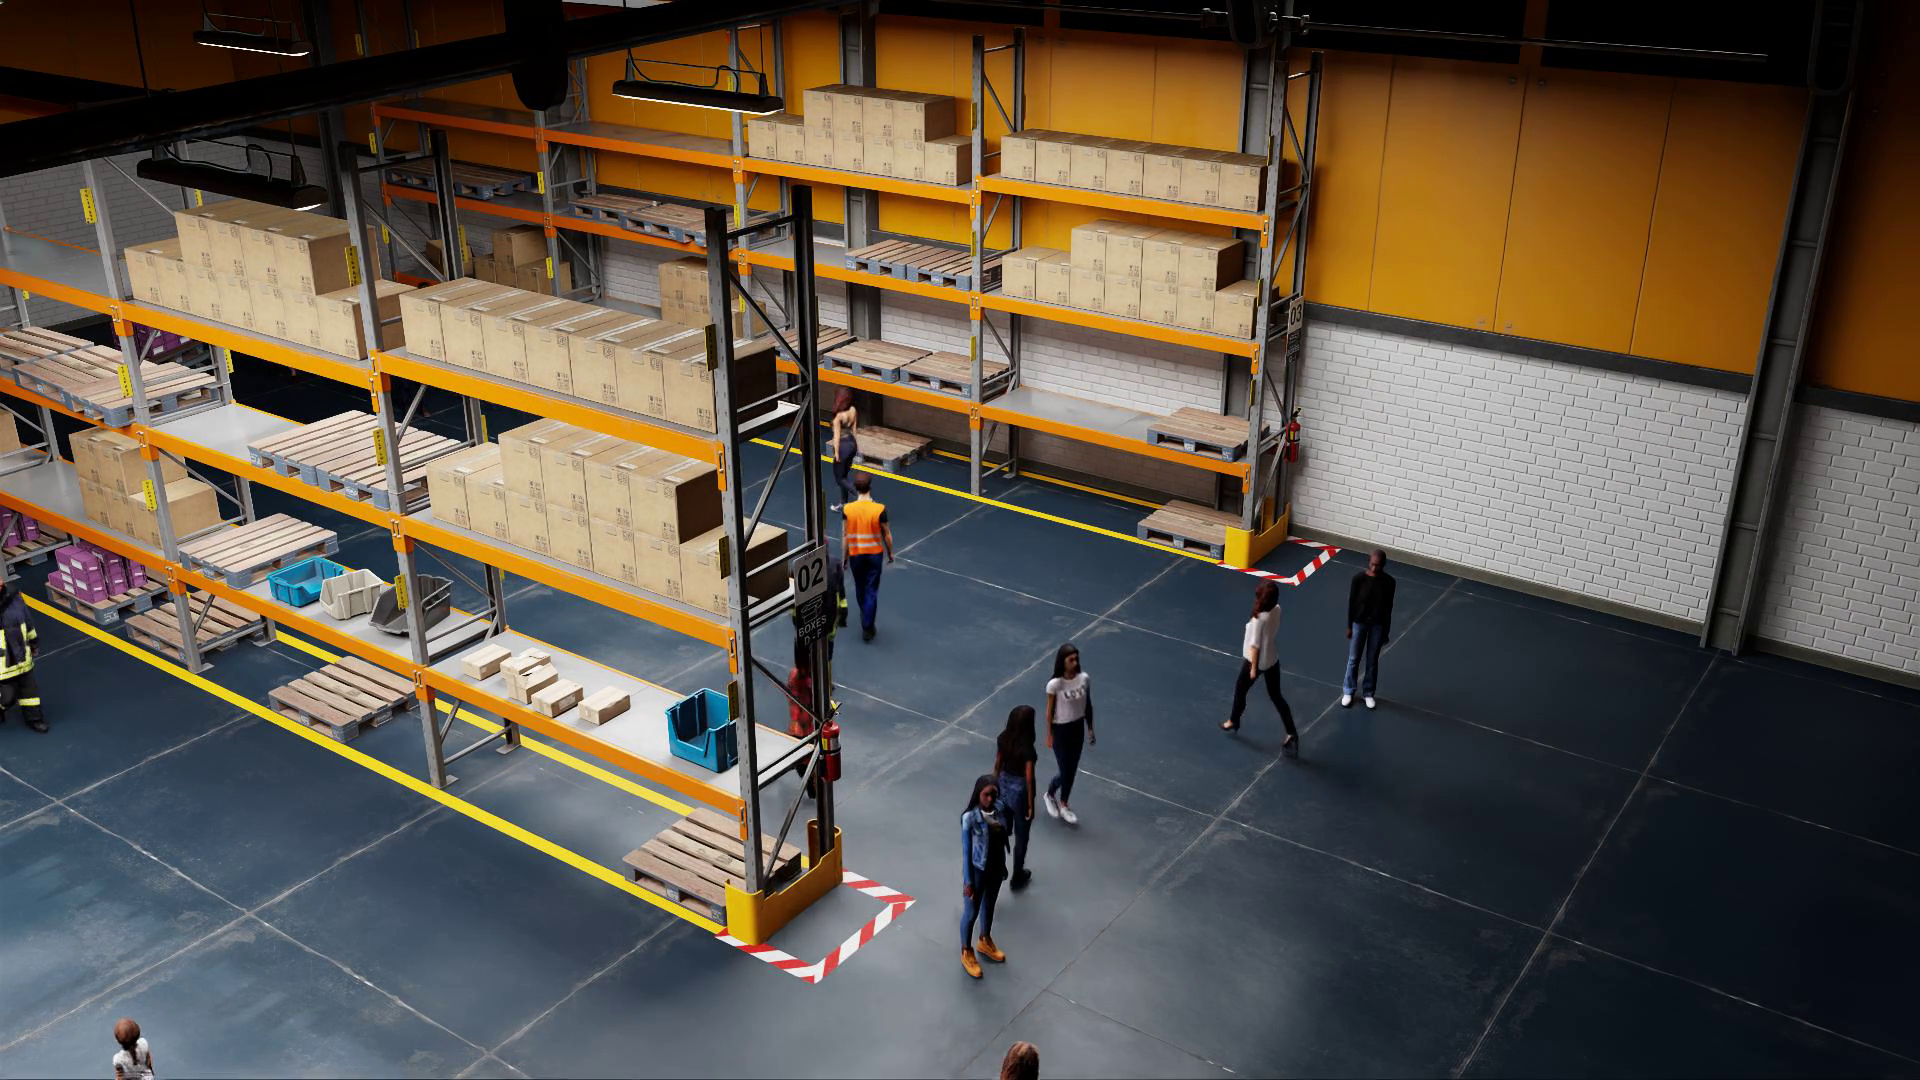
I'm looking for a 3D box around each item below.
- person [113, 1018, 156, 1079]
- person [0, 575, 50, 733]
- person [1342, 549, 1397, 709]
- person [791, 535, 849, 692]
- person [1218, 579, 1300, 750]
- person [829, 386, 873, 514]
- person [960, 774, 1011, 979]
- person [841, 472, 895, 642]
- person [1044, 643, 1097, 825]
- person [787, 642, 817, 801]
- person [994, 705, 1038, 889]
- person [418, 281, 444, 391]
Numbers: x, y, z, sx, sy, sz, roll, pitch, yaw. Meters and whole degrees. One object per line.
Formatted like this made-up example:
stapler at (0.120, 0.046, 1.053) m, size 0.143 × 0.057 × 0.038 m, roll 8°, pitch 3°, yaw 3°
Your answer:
person at (-5.587, 3.715, 11.341) m, size 0.515 × 1.011 × 0.441 m, roll 14°, pitch 27°, yaw 29°
person at (-9.446, 1.055, 16.388) m, size 0.882 × 1.843 × 0.804 m, roll 13°, pitch 27°, yaw 27°
person at (4.155, 0.873, 16.927) m, size 0.610 × 1.745 × 0.733 m, roll 4°, pitch 24°, yaw 9°
person at (-1.496, 0.734, 17.164) m, size 0.869 × 1.809 × 0.886 m, roll -16°, pitch 28°, yaw -33°
person at (3.006, 1.243, 16.070) m, size 1.154 × 1.752 × 0.719 m, roll 20°, pitch 31°, yaw 38°
person at (-1.417, -1.115, 21.465) m, size 0.928 × 1.752 × 0.596 m, roll 16°, pitch 28°, yaw 32°
person at (0.176, 2.588, 13.046) m, size 0.636 × 1.711 × 0.575 m, roll -21°, pitch 31°, yaw -40°
person at (-1.050, 0.219, 18.292) m, size 1.170 × 1.850 × 1.135 m, roll 2°, pitch 24°, yaw 4°
person at (0.916, 1.714, 14.979) m, size 0.683 × 1.764 × 0.720 m, roll -15°, pitch 28°, yaw -31°
person at (-1.440, 1.622, 15.275) m, size 0.694 × 1.696 × 0.609 m, roll 15°, pitch 28°, yaw 31°
person at (0.398, 2.210, 13.904) m, size 0.756 × 1.716 × 0.641 m, roll 19°, pitch 30°, yaw 37°
person at (-8.268, -3.178, 26.172) m, size 0.868 × 1.763 × 0.681 m, roll 20°, pitch 30°, yaw 38°
